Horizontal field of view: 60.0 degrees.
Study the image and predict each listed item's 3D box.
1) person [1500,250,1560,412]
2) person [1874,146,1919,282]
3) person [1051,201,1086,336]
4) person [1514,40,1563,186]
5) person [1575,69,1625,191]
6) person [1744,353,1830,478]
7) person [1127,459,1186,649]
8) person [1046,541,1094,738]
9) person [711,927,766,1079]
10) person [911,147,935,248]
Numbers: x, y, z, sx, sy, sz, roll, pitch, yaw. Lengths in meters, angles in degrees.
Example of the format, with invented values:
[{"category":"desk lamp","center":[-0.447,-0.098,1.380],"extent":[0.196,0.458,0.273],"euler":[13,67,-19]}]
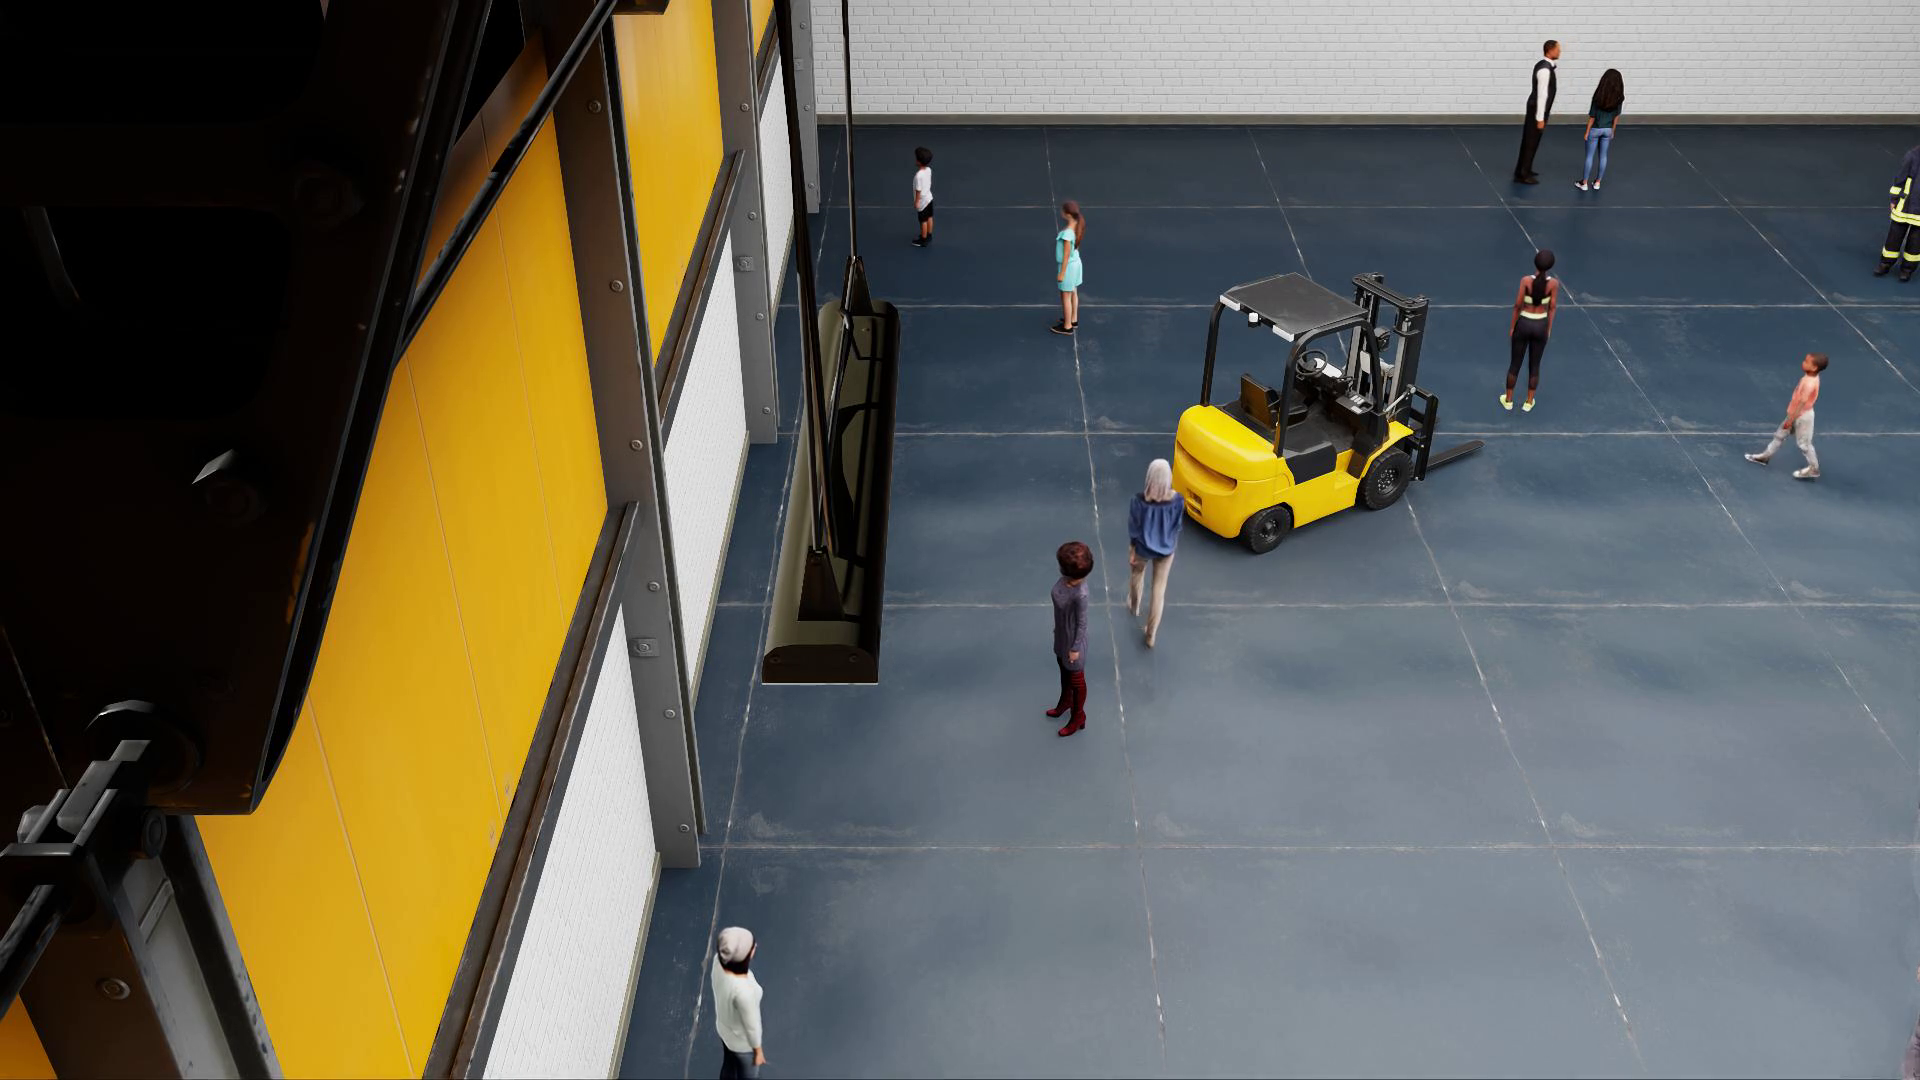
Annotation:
[{"category":"person","center":[5.850,-2.143,17.037],"extent":[0.607,1.754,0.573],"euler":[8,34,12]},{"category":"person","center":[11.353,-4.025,19.713],"extent":[0.875,1.926,0.907],"euler":[24,40,32]},{"category":"person","center":[1.222,-3.055,18.585],"extent":[0.699,1.558,0.611],"euler":[15,37,22]},{"category":"person","center":[7.752,-5.759,22.329],"extent":[0.797,1.918,0.604],"euler":[7,34,11]},{"category":"person","center":[8.537,-5.475,22.174],"extent":[0.603,1.616,0.593],"euler":[-2,34,-3]},{"category":"person","center":[8.172,-1.178,16.011],"extent":[0.814,1.282,0.917],"euler":[15,37,22]},{"category":"person","center":[1.602,0.146,13.668],"extent":[0.629,1.671,0.900],"euler":[-1,34,-1]},{"category":"person","center":[0.856,0.741,12.735],"extent":[0.692,1.711,0.530],"euler":[-9,35,-13]},{"category":"person","center":[-1.282,2.842,9.639],"extent":[0.699,1.641,0.588],"euler":[-18,38,-25]},{"category":"person","center":[-0.448,-4.276,20.690],"extent":[0.629,1.261,0.549],"euler":[17,37,24]}]
